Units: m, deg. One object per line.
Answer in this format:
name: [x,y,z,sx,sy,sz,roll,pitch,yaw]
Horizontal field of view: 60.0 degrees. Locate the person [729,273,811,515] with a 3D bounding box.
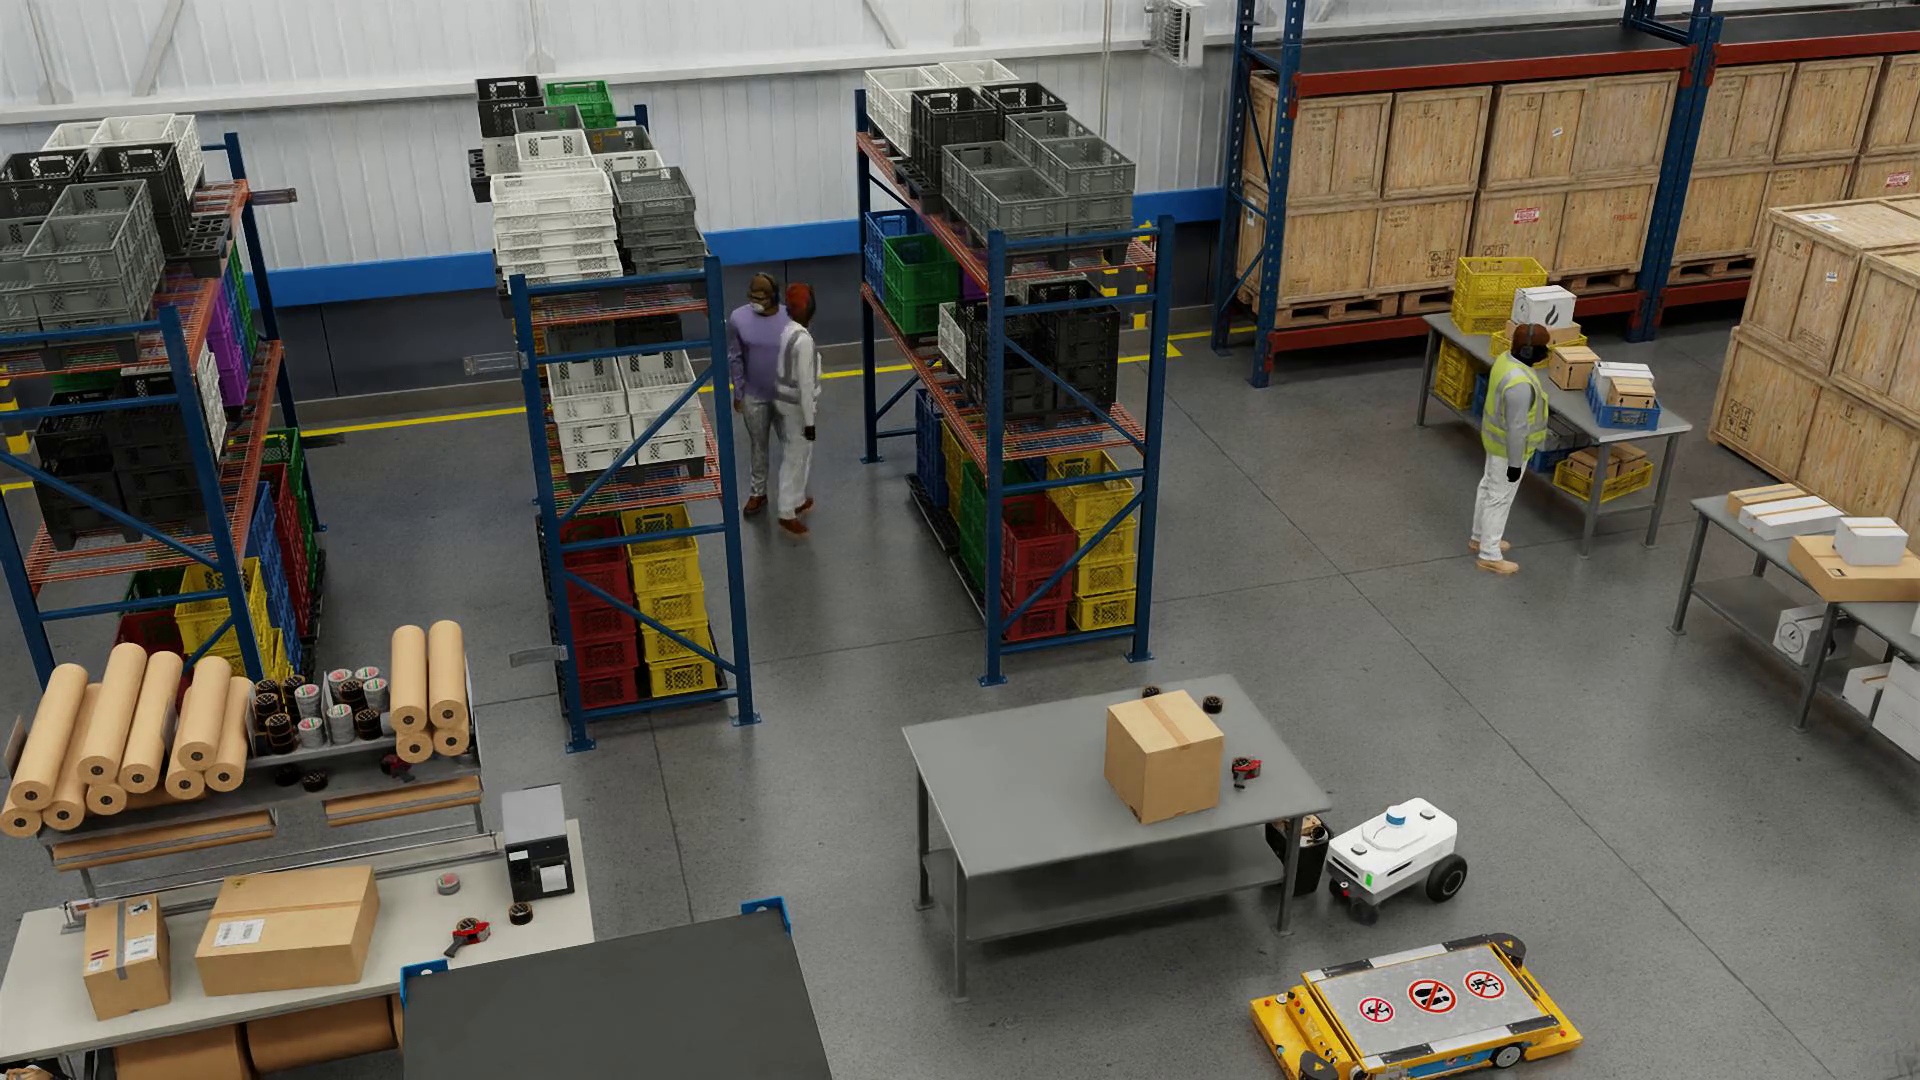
person: [-1.402,-1.078,12.382,0.627,1.935,0.373,6,29,10]

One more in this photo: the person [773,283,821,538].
person: [-1.231,-0.963,12.266,0.436,1.848,0.653,-9,30,-16]

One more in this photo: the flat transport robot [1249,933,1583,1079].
flat transport robot: [2.184,2.282,7.980,1.431,0.197,0.652,-8,30,-14]

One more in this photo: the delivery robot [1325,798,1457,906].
delivery robot: [2.277,1.627,8.787,0.707,0.478,0.477,-18,33,-30]

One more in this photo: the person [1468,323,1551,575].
person: [3.882,-0.661,11.716,0.429,1.842,0.637,3,29,6]
